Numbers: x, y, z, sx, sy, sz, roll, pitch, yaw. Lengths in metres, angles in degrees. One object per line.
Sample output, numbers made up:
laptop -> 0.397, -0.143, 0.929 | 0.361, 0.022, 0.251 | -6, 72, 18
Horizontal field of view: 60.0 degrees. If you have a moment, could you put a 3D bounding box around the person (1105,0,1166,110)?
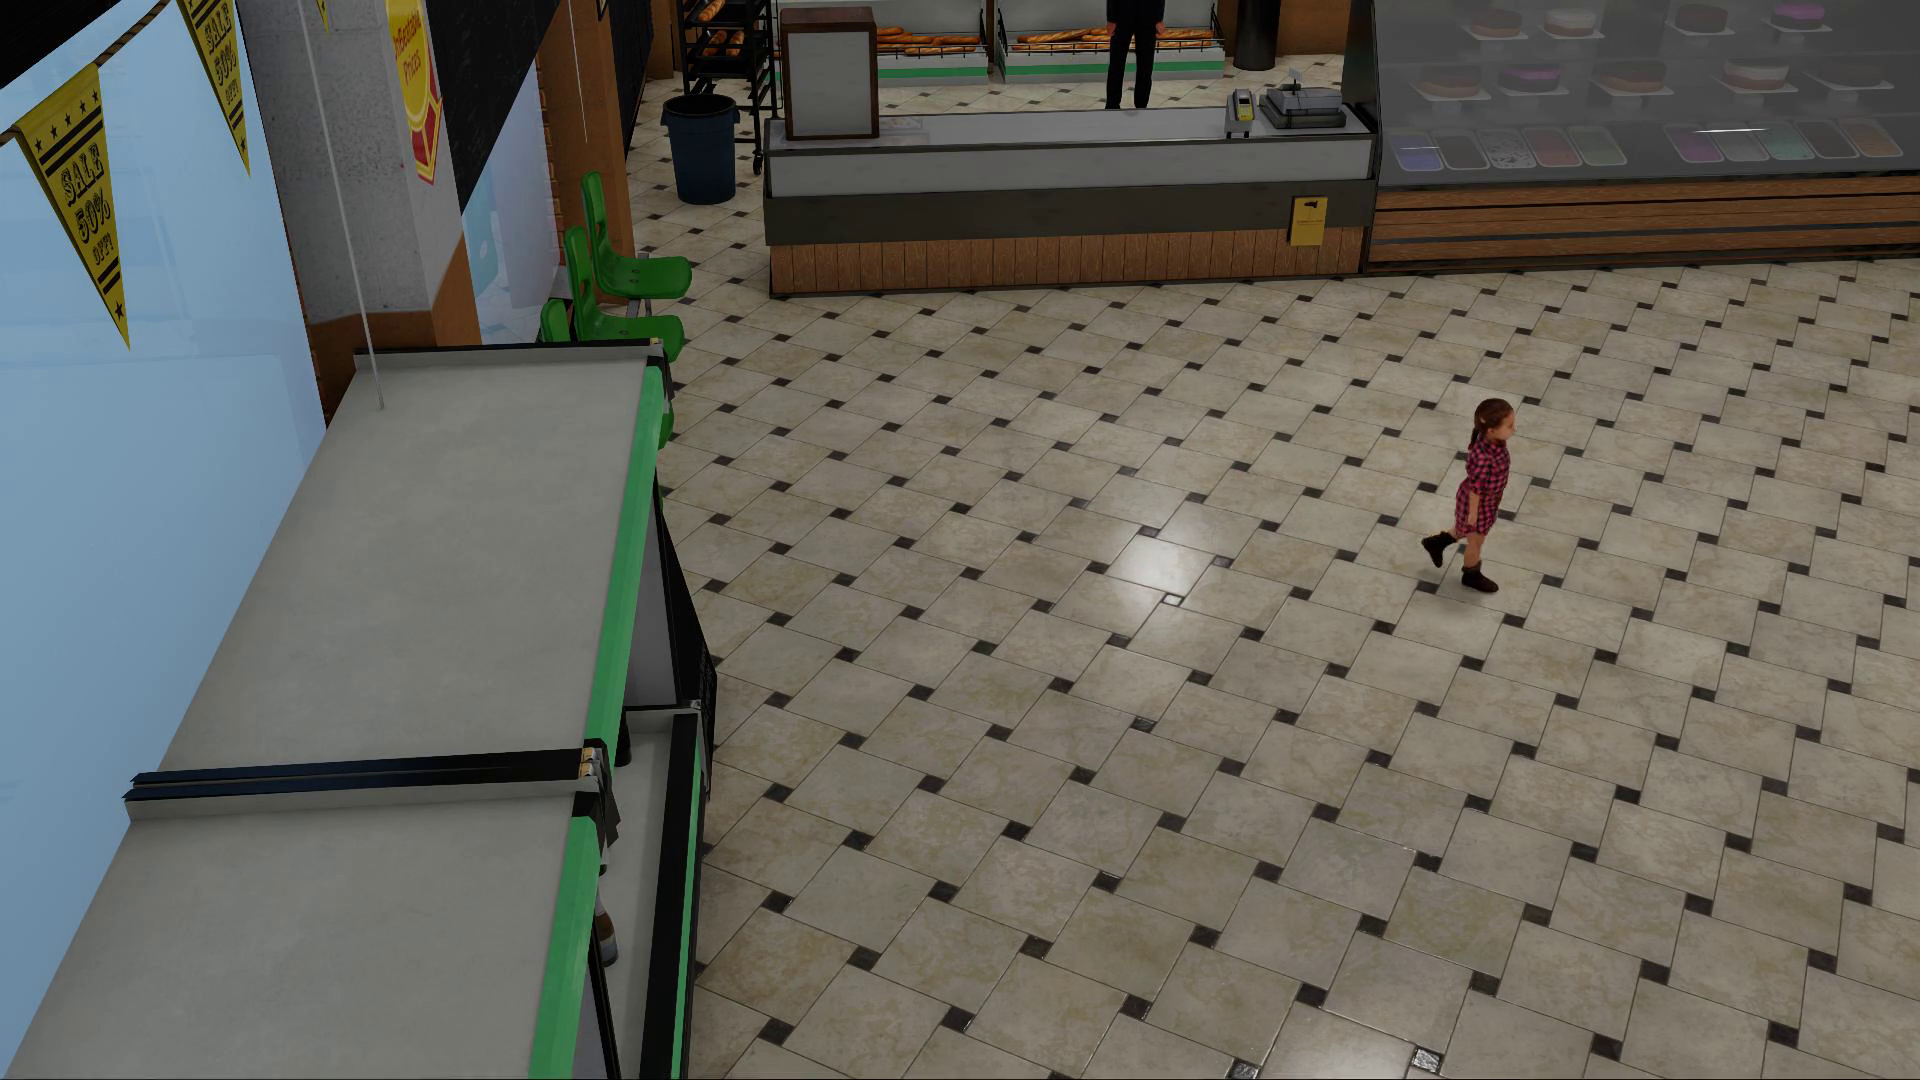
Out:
person -> 1.422, -4.245, 13.476 | 0.624, 1.868, 0.566 | -2, 32, -4

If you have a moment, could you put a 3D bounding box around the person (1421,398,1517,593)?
person -> 2.410, -0.227, 7.827 | 0.662, 1.014, 0.632 | 17, 36, 25
